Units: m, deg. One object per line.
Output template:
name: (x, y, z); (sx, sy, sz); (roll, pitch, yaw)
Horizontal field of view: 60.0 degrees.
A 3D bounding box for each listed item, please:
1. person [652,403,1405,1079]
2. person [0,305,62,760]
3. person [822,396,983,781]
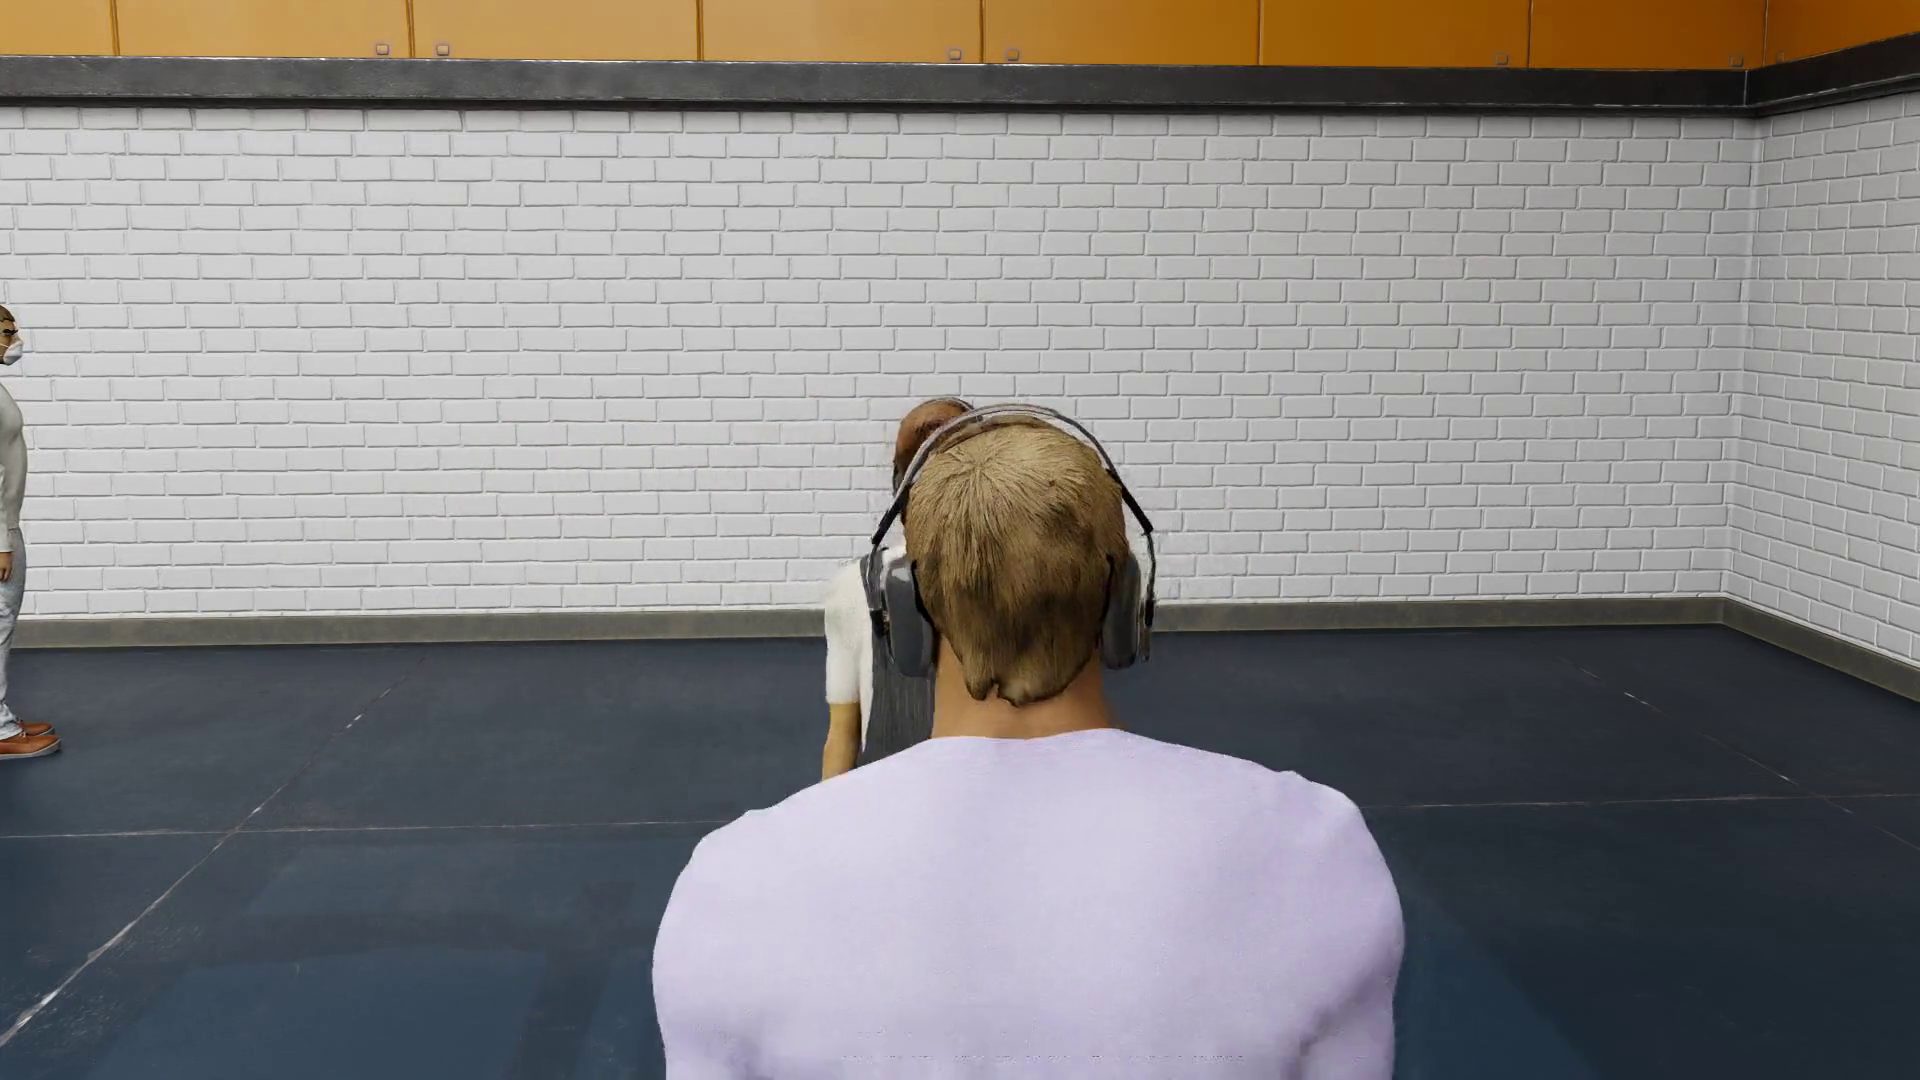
person: (0.065, 0.844, 1.438); (0.638, 1.924, 0.742); (0, 9, -1)
person: (-4.049, -0.037, 6.959); (0.366, 1.934, 0.630); (-5, 10, -29)
person: (-0.024, 0.626, 3.229); (0.530, 1.800, 0.980); (6, 11, 32)
